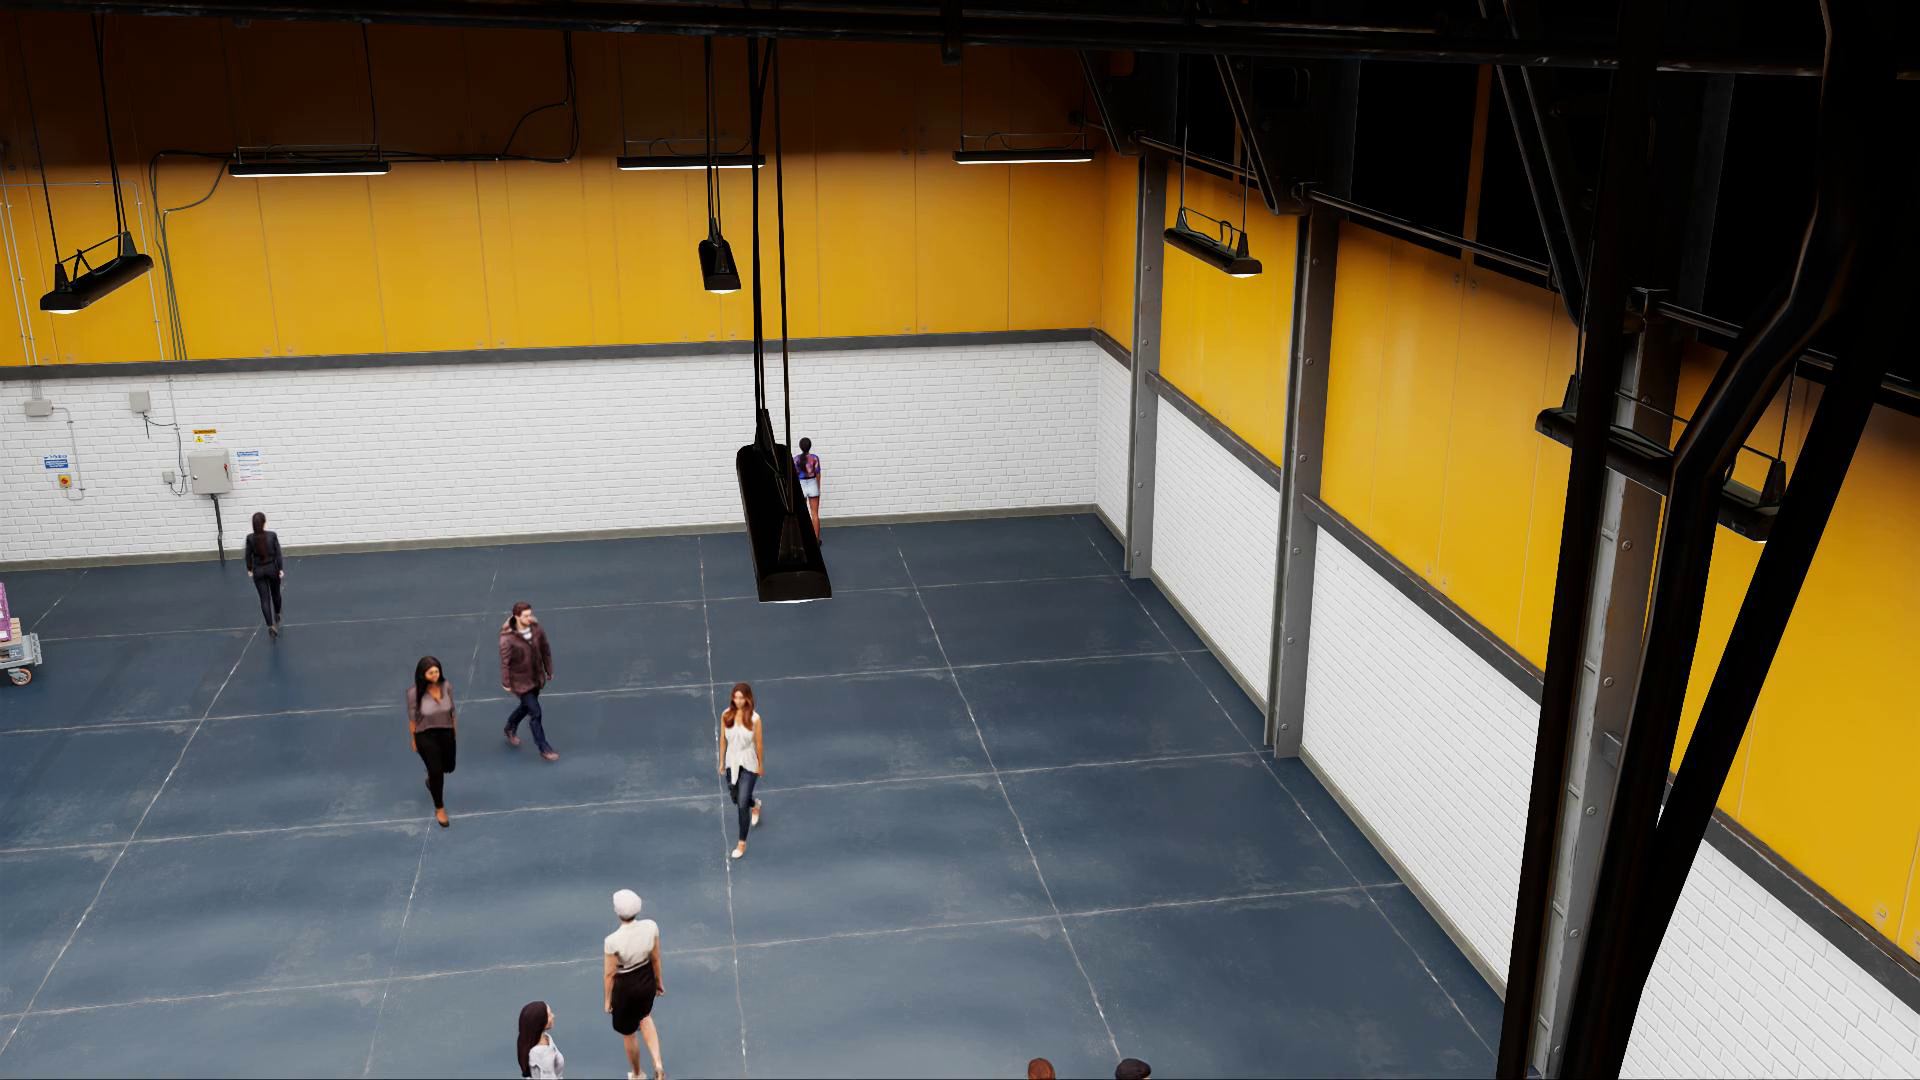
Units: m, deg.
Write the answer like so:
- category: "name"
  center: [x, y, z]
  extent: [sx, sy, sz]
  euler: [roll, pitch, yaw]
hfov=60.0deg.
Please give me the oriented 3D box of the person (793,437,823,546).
- category: "person"
  center: [-2.327, -0.737, 25.382]
  extent: [0.598, 1.740, 0.532]
  euler: [-2, 19, -5]

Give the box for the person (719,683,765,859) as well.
- category: "person"
  center: [-2.146, 2.223, 16.557]
  extent: [0.901, 1.762, 1.115]
  euler: [6, 19, 17]

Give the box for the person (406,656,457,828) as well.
- category: "person"
  center: [-5.428, 2.020, 17.078]
  extent: [0.950, 1.815, 1.117]
  euler: [-15, 24, -37]

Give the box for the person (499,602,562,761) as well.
- category: "person"
  center: [-4.888, 1.540, 18.519]
  extent: [1.276, 1.805, 1.227]
  euler: [12, 22, 31]

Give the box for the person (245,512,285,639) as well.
- category: "person"
  center: [-9.116, 0.491, 21.845]
  extent: [0.728, 1.670, 1.079]
  euler: [-7, 20, -19]

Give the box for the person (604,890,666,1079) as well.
- category: "person"
  center: [-2.460, 3.509, 12.768]
  extent: [0.853, 1.744, 0.944]
  euler: [-15, 24, -38]

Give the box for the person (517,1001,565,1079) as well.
- category: "person"
  center: [-2.925, 3.948, 11.637]
  extent: [0.734, 1.633, 0.597]
  euler: [-13, 22, -33]
